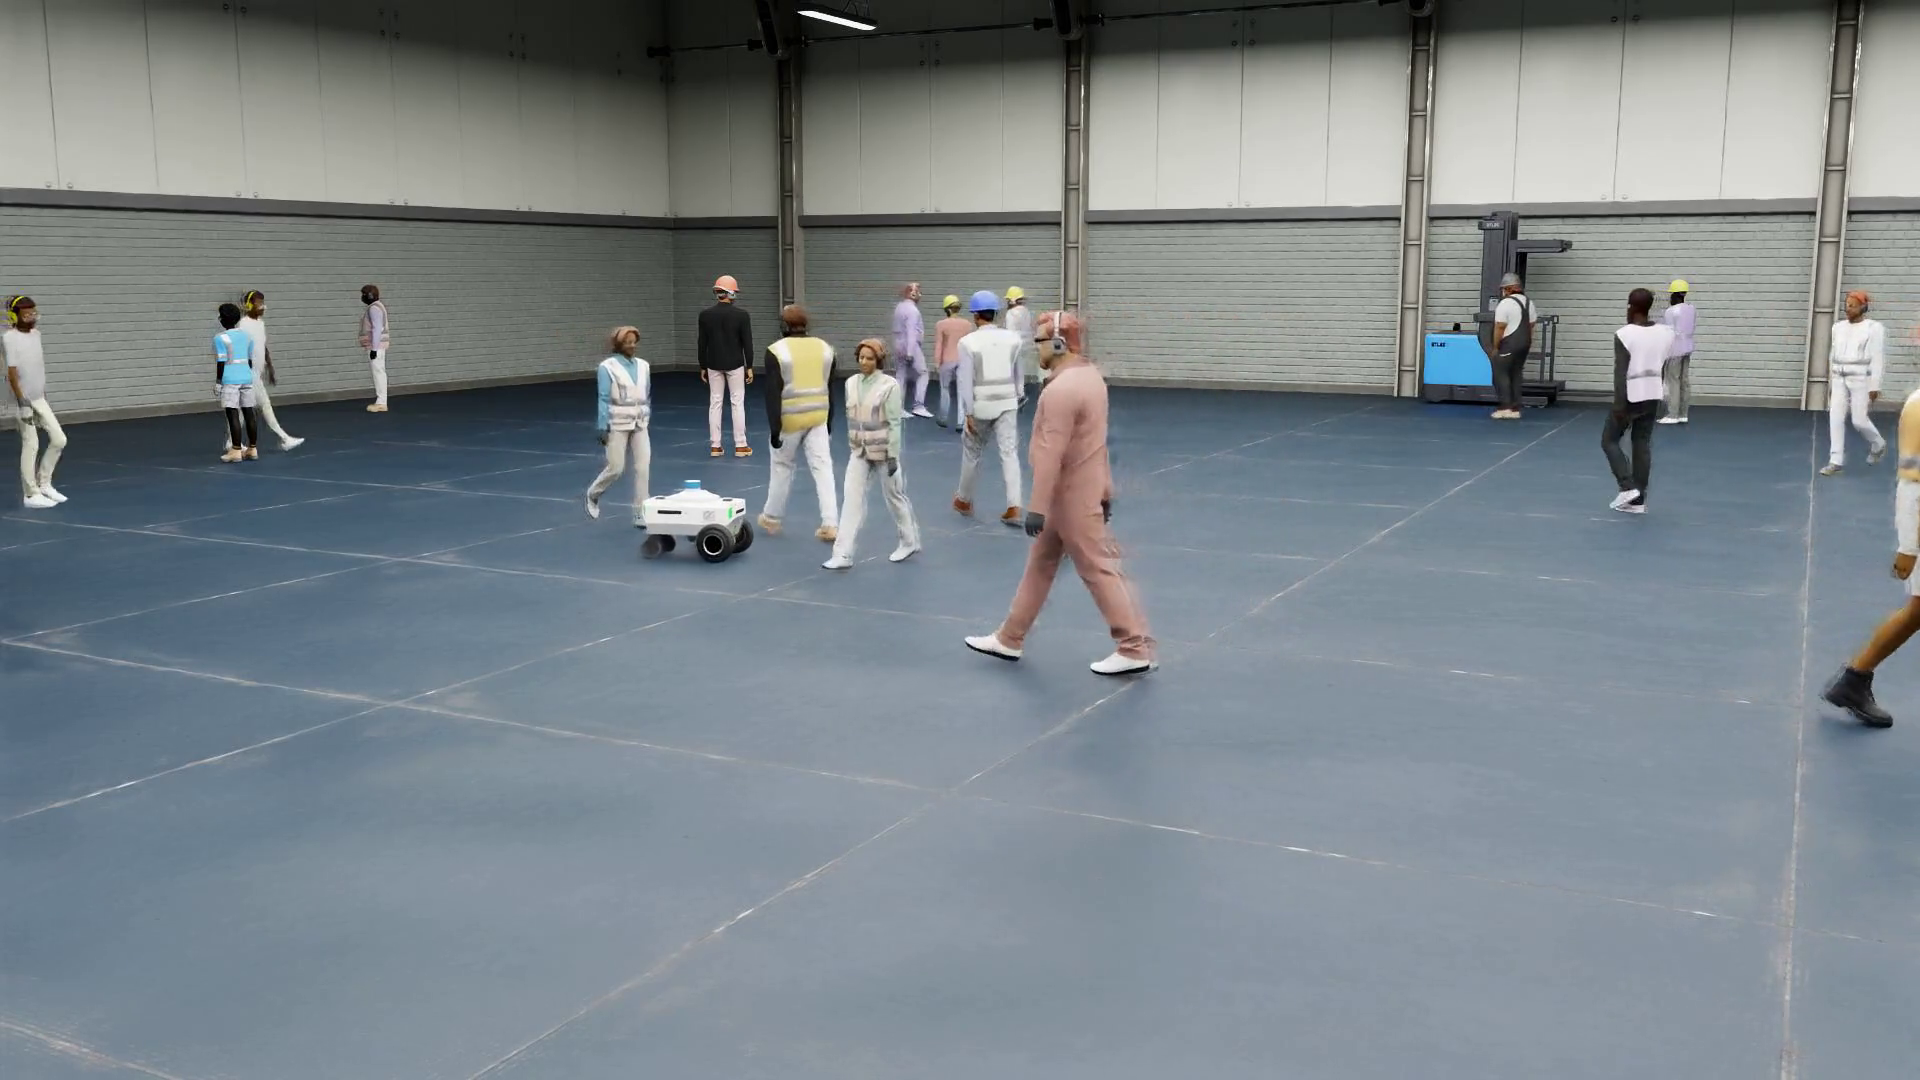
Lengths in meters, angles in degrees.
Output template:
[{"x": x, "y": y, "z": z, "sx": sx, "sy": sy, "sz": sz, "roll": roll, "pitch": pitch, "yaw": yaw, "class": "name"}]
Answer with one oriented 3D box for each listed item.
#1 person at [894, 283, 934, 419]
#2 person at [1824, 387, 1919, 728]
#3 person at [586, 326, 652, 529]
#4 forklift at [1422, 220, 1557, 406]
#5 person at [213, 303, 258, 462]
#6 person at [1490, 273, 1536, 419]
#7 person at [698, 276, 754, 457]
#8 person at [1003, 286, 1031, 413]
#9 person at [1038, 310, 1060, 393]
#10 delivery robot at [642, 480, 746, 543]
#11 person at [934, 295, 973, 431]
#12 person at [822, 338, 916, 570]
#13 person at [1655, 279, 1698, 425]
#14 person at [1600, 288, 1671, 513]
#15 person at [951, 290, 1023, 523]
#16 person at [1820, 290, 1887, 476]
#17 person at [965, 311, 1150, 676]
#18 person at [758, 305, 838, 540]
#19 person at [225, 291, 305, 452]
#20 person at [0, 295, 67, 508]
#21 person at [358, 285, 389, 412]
[{"x": -0.636, "y": -2.631, "z": 23.156, "sx": 0.678, "sy": 1.880, "sz": 0.640, "roll": -4, "pitch": 10, "yaw": -25, "class": "person"}, {"x": 4.248, "y": -0.064, "z": 7.237, "sx": 0.844, "sy": 1.908, "sz": 0.549, "roll": 8, "pitch": 12, "yaw": 42, "class": "person"}, {"x": -2.706, "y": -0.901, "z": 13.287, "sx": 0.634, "sy": 1.622, "sz": 0.522, "roll": 7, "pitch": 12, "yaw": 39, "class": "person"}, {"x": 8.245, "y": -3.527, "z": 25.720, "sx": 1.873, "sy": 2.768, "sz": 1.129, "roll": 5, "pitch": 10, "yaw": 27, "class": "forklift"}, {"x": -7.828, "y": -1.697, "z": 17.938, "sx": 0.320, "sy": 1.698, "sz": 0.523, "roll": 3, "pitch": 10, "yaw": 19, "class": "person"}, {"x": 7.626, "y": -2.684, "z": 23.101, "sx": 0.701, "sy": 2.000, "sz": 0.535, "roll": -6, "pitch": 11, "yaw": -33, "class": "person"}, {"x": -2.586, "y": -1.925, "z": 18.444, "sx": 0.623, "sy": 1.987, "sz": 0.394, "roll": 1, "pitch": 9, "yaw": 9, "class": "person"}, {"x": 0.798, "y": -2.749, "z": 24.047, "sx": 0.418, "sy": 1.819, "sz": 0.619, "roll": 5, "pitch": 11, "yaw": 29, "class": "person"}, {"x": 1.029, "y": -1.705, "z": 18.230, "sx": 0.375, "sy": 1.618, "sz": 0.519, "roll": -2, "pitch": 9, "yaw": -14, "class": "person"}, {"x": -1.921, "y": -0.190, "z": 12.004, "sx": 0.707, "sy": 0.478, "sz": 0.477, "roll": 2, "pitch": 9, "yaw": 12, "class": "delivery robot"}, {"x": -0.096, "y": -2.271, "z": 21.383, "sx": 0.552, "sy": 1.717, "sz": 0.878, "roll": -3, "pitch": 10, "yaw": -17, "class": "person"}, {"x": -0.582, "y": -0.598, "z": 11.484, "sx": 0.531, "sy": 1.589, "sz": 0.883, "roll": 7, "pitch": 11, "yaw": 37, "class": "person"}, {"x": 9.592, "y": -2.514, "z": 22.267, "sx": 0.587, "sy": 1.928, "sz": 0.381, "roll": -6, "pitch": 11, "yaw": -31, "class": "person"}, {"x": 5.743, "y": -1.182, "z": 14.142, "sx": 0.594, "sy": 1.901, "sz": 0.455, "roll": -3, "pitch": 10, "yaw": -17, "class": "person"}, {"x": 0.245, "y": -1.096, "z": 13.671, "sx": 0.611, "sy": 1.893, "sz": 1.031, "roll": -4, "pitch": 10, "yaw": -22, "class": "person"}, {"x": 9.085, "y": -1.590, "z": 16.818, "sx": 0.740, "sy": 1.860, "sz": 0.573, "roll": -4, "pitch": 10, "yaw": -26, "class": "person"}, {"x": 0.528, "y": -0.238, "z": 8.497, "sx": 1.024, "sy": 1.841, "sz": 0.654, "roll": 2, "pitch": 10, "yaw": 15, "class": "person"}, {"x": -1.232, "y": -0.906, "z": 12.798, "sx": 0.656, "sy": 1.790, "sz": 0.980, "roll": -6, "pitch": 11, "yaw": -34, "class": "person"}, {"x": -7.941, "y": -1.897, "z": 18.841, "sx": 0.950, "sy": 1.814, "sz": 0.556, "roll": 0, "pitch": 9, "yaw": 0, "class": "person"}, {"x": -8.006, "y": -1.190, "z": 14.372, "sx": 0.441, "sy": 1.840, "sz": 0.563, "roll": 1, "pitch": 9, "yaw": 6, "class": "person"}, {"x": -8.579, "y": -2.807, "z": 24.351, "sx": 0.429, "sy": 1.840, "sz": 0.633, "roll": -2, "pitch": 10, "yaw": -15, "class": "person"}]
